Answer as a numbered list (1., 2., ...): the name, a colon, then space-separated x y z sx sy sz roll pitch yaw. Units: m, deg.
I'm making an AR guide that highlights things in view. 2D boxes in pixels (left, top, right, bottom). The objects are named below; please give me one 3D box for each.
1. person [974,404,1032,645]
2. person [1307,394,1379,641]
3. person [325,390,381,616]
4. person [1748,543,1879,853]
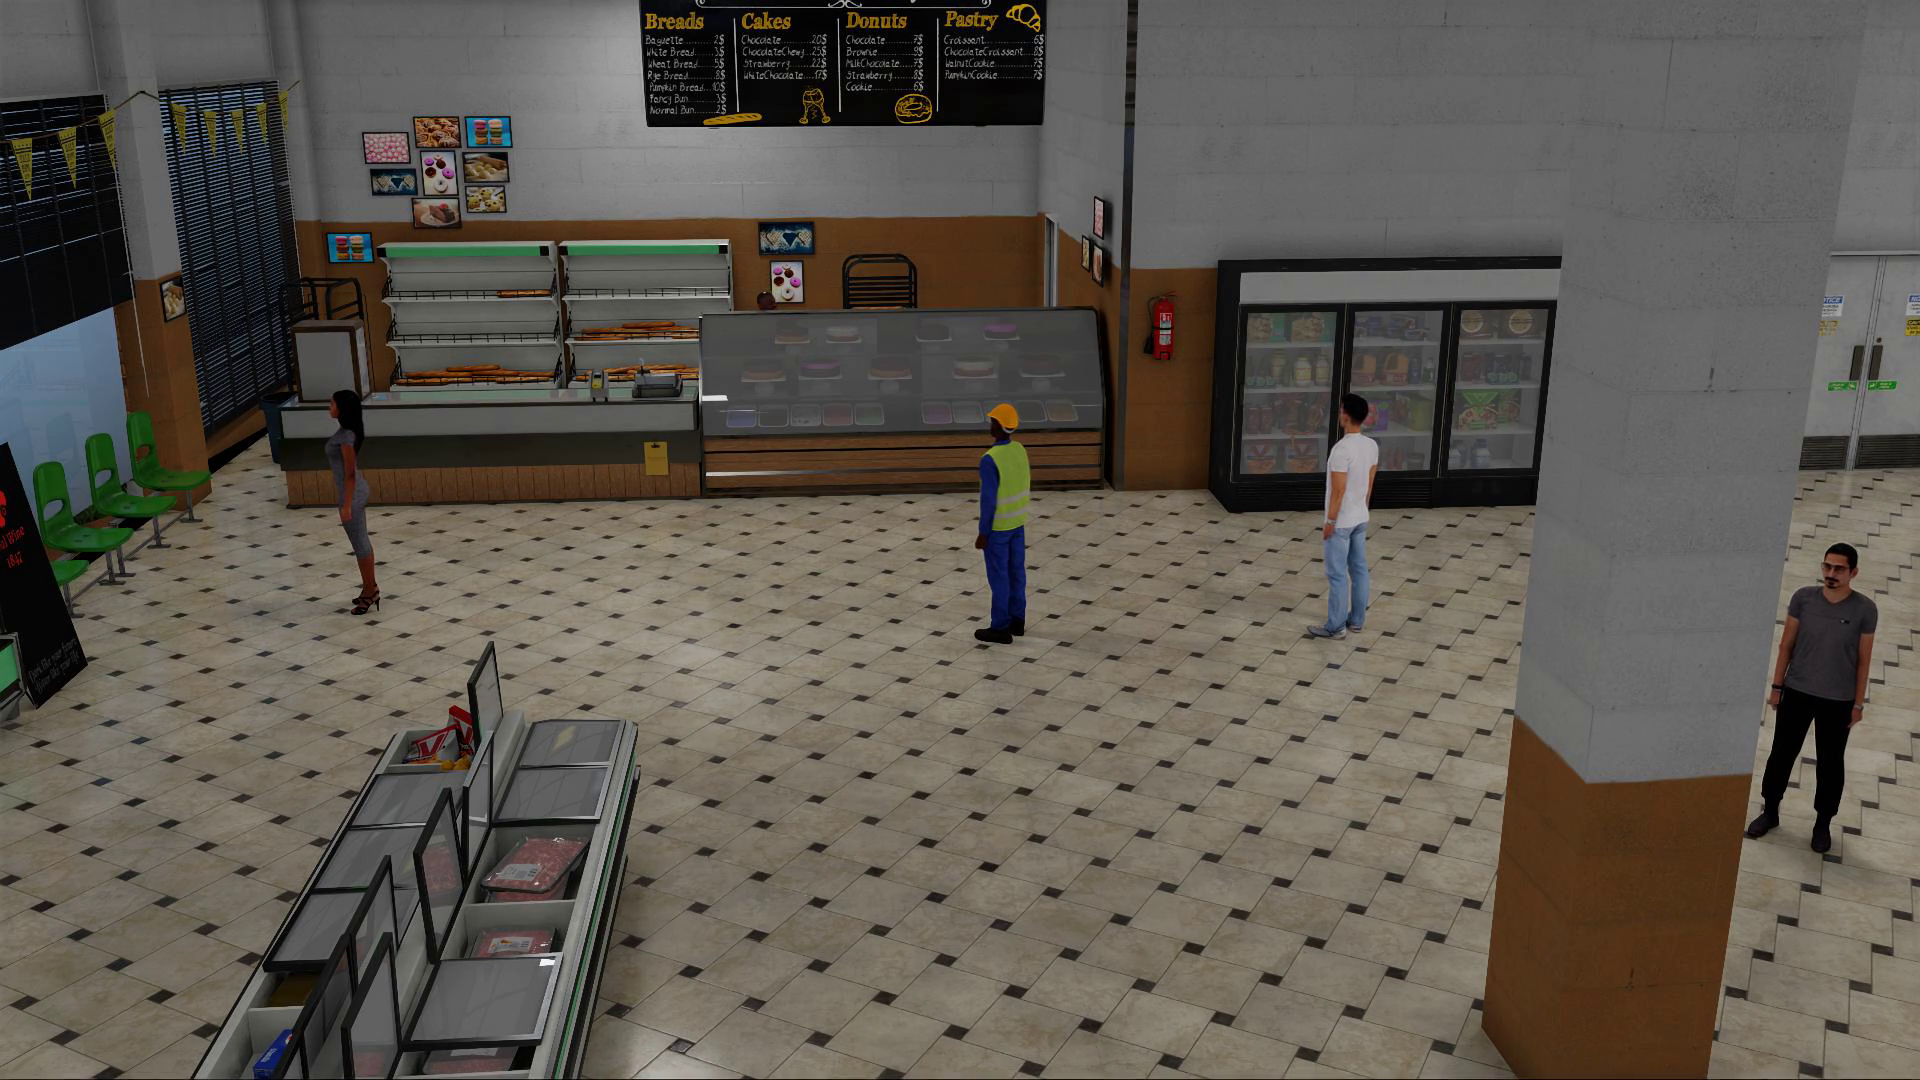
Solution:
1. person: 0.322 -0.128 12.405 0.811 1.812 0.749 14 22 38
2. person: 2.904 -0.175 12.467 0.760 1.865 0.778 -14 22 -38
3. person: -4.744 -0.304 13.036 0.669 1.781 0.496 -4 17 -13
4. person: 4.792 0.853 9.274 0.695 1.754 0.740 12 21 34
